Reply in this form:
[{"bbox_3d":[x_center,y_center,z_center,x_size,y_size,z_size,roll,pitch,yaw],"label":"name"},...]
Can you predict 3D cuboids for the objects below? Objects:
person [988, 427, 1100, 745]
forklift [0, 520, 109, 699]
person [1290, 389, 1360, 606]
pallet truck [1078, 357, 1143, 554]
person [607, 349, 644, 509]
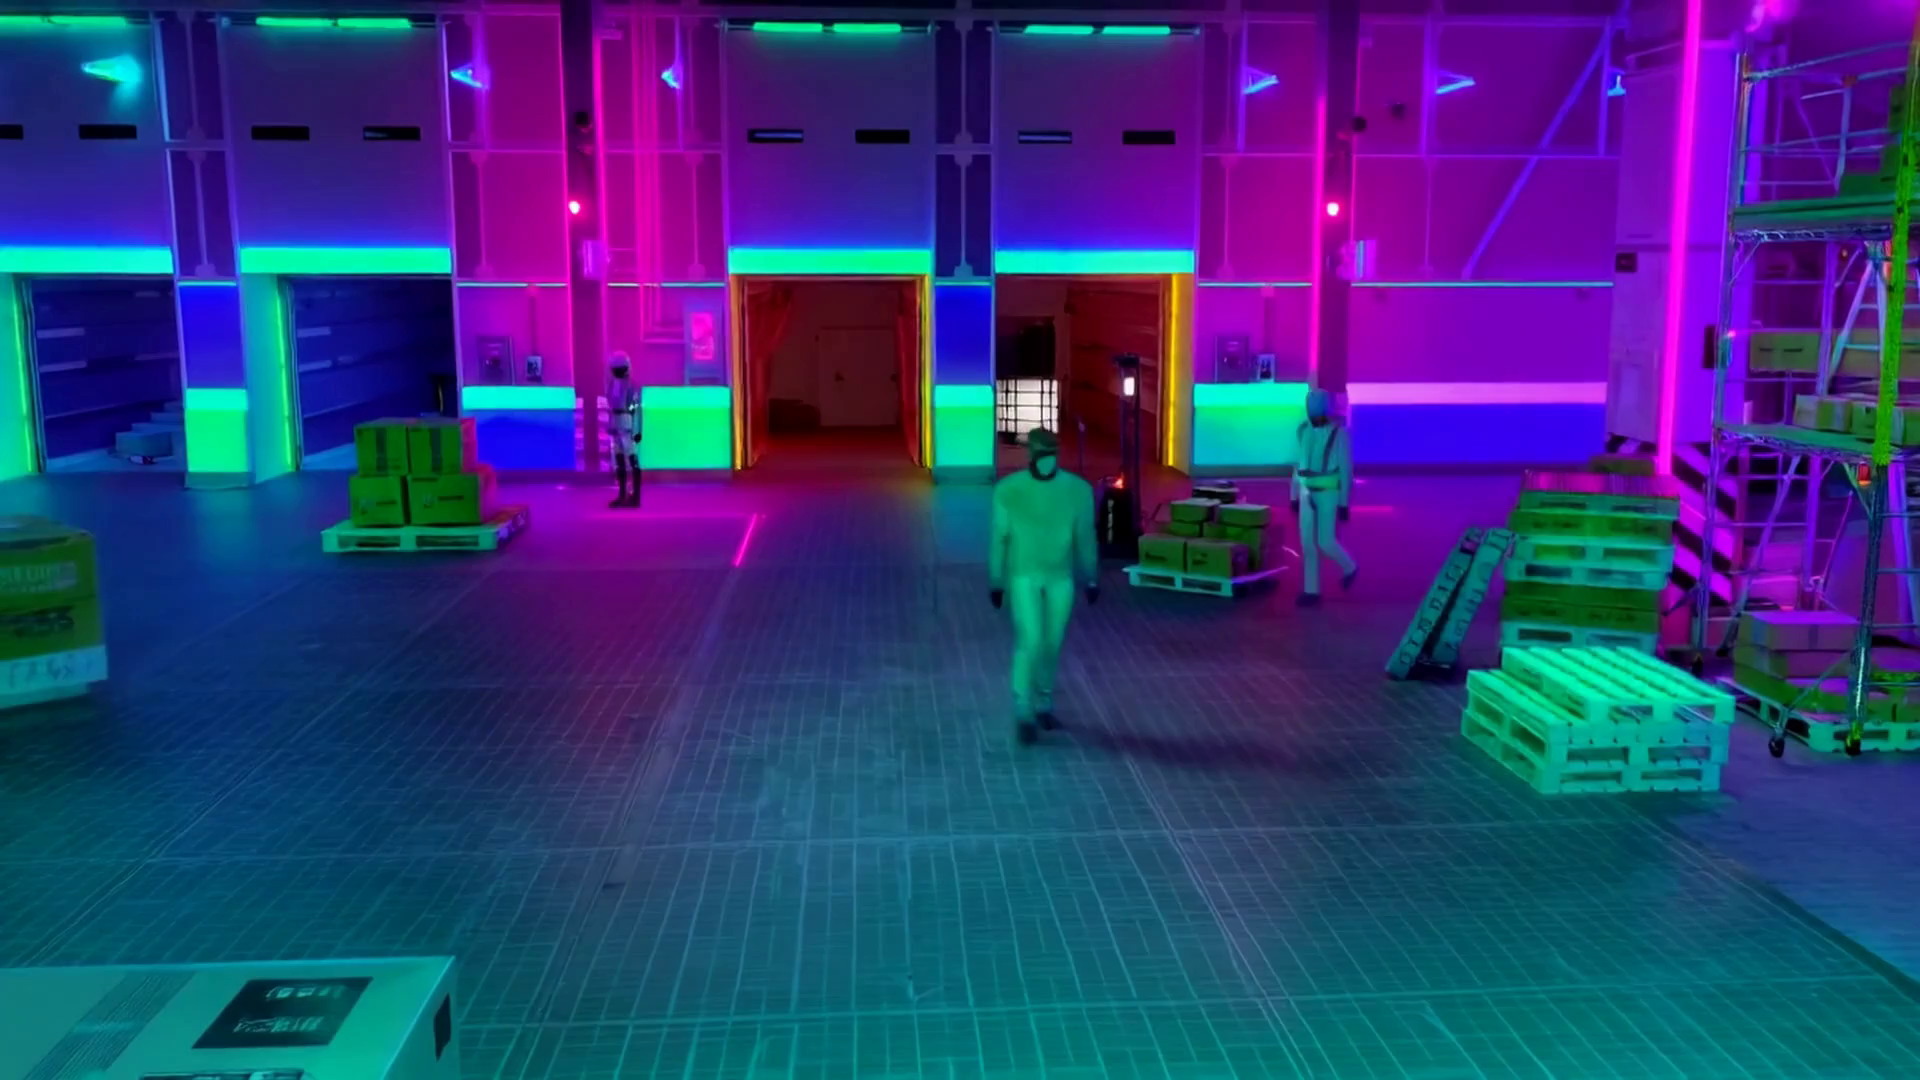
[{"bbox_3d":[0.533,0.275,10.067,0.643,1.906,0.821,-2,9,-15],"label":"person"},{"bbox_3d":[-6.798,-0.330,10.821,1.129,2.768,1.873,9,13,44],"label":"forklift"},{"bbox_3d":[3.142,-0.369,14.246,0.581,1.869,0.586,-6,11,-35],"label":"person"},{"bbox_3d":[2.088,-0.836,16.757,1.885,1.965,0.823,2,9,13],"label":"pallet truck"},{"bbox_3d":[-4.079,-1.340,20.151,0.543,1.929,0.387,6,11,33],"label":"person"}]
